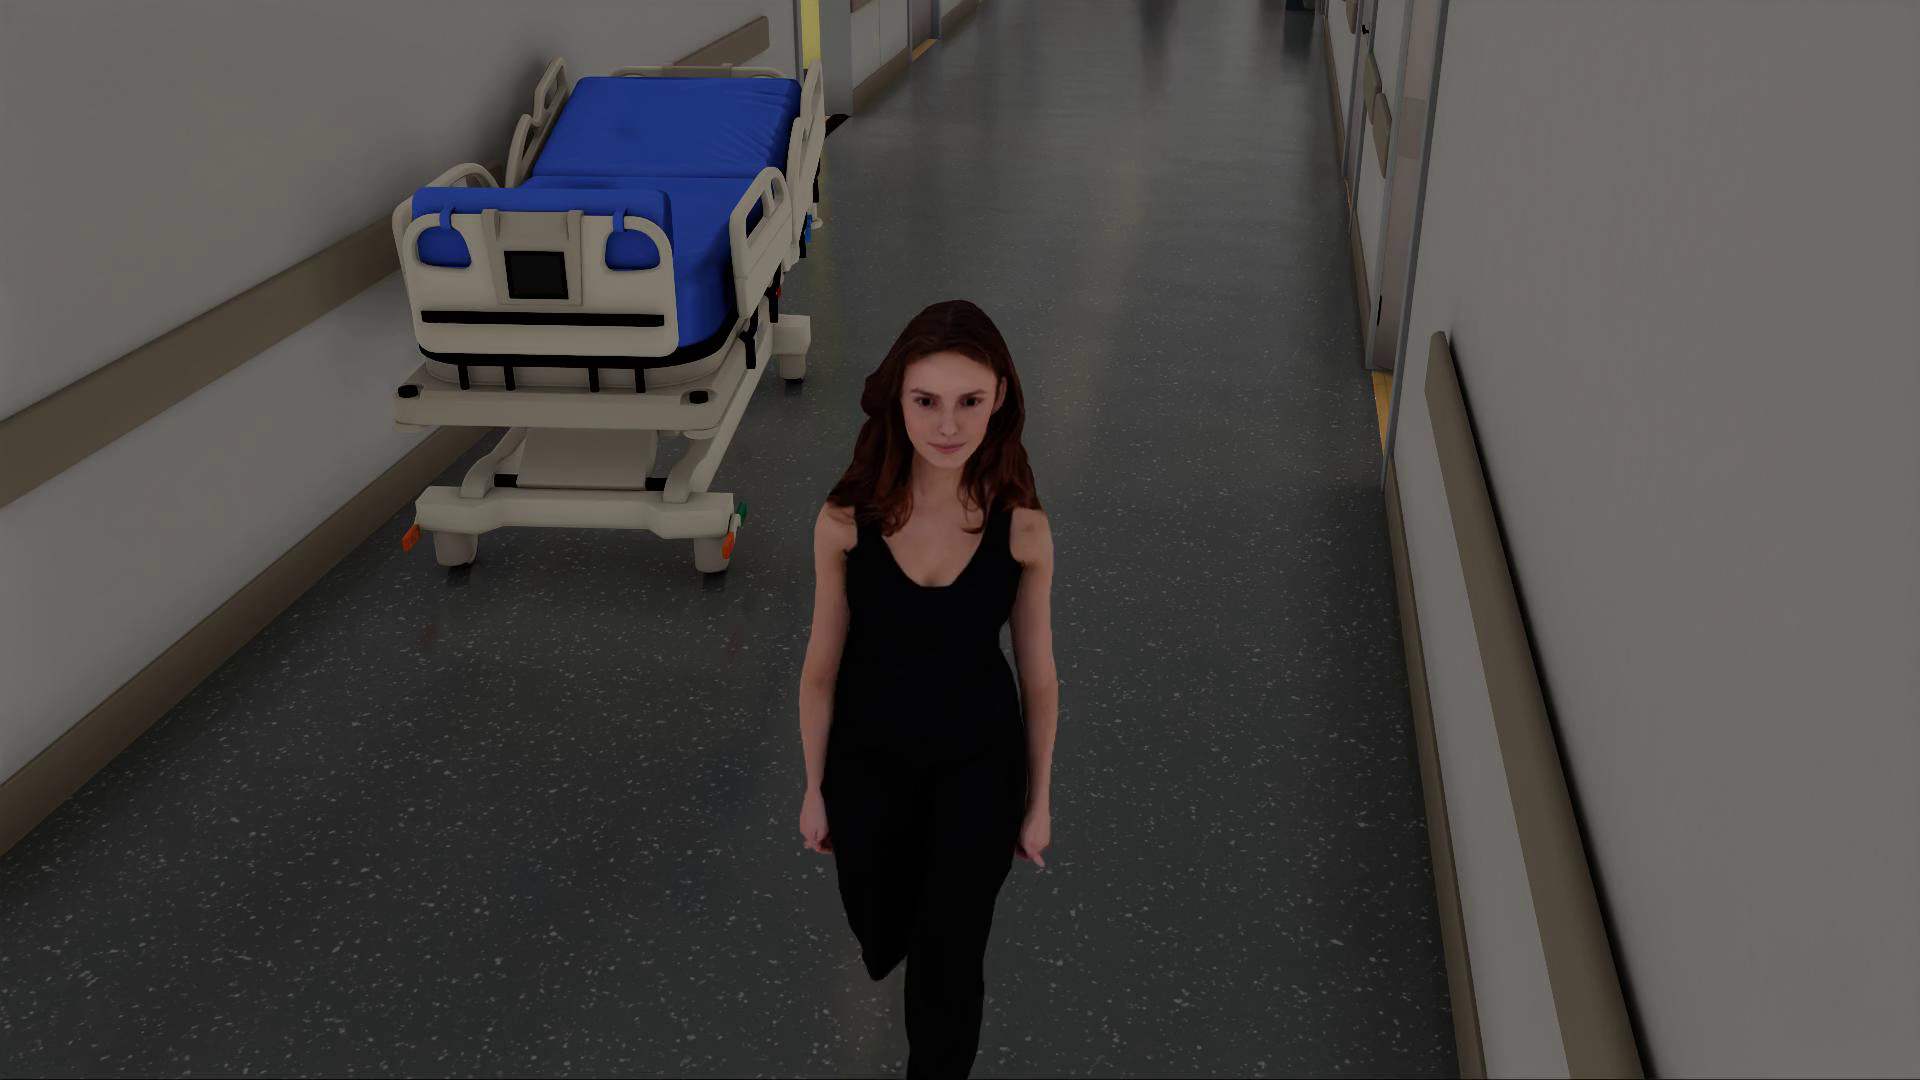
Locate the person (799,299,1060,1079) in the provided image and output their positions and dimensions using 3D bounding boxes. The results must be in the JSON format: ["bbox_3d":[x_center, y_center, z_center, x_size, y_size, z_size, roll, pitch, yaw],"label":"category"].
[{"bbox_3d":[-0.054,0.365,2.973,0.928,1.714,0.759,-1,26,-1],"label":"person"}]
